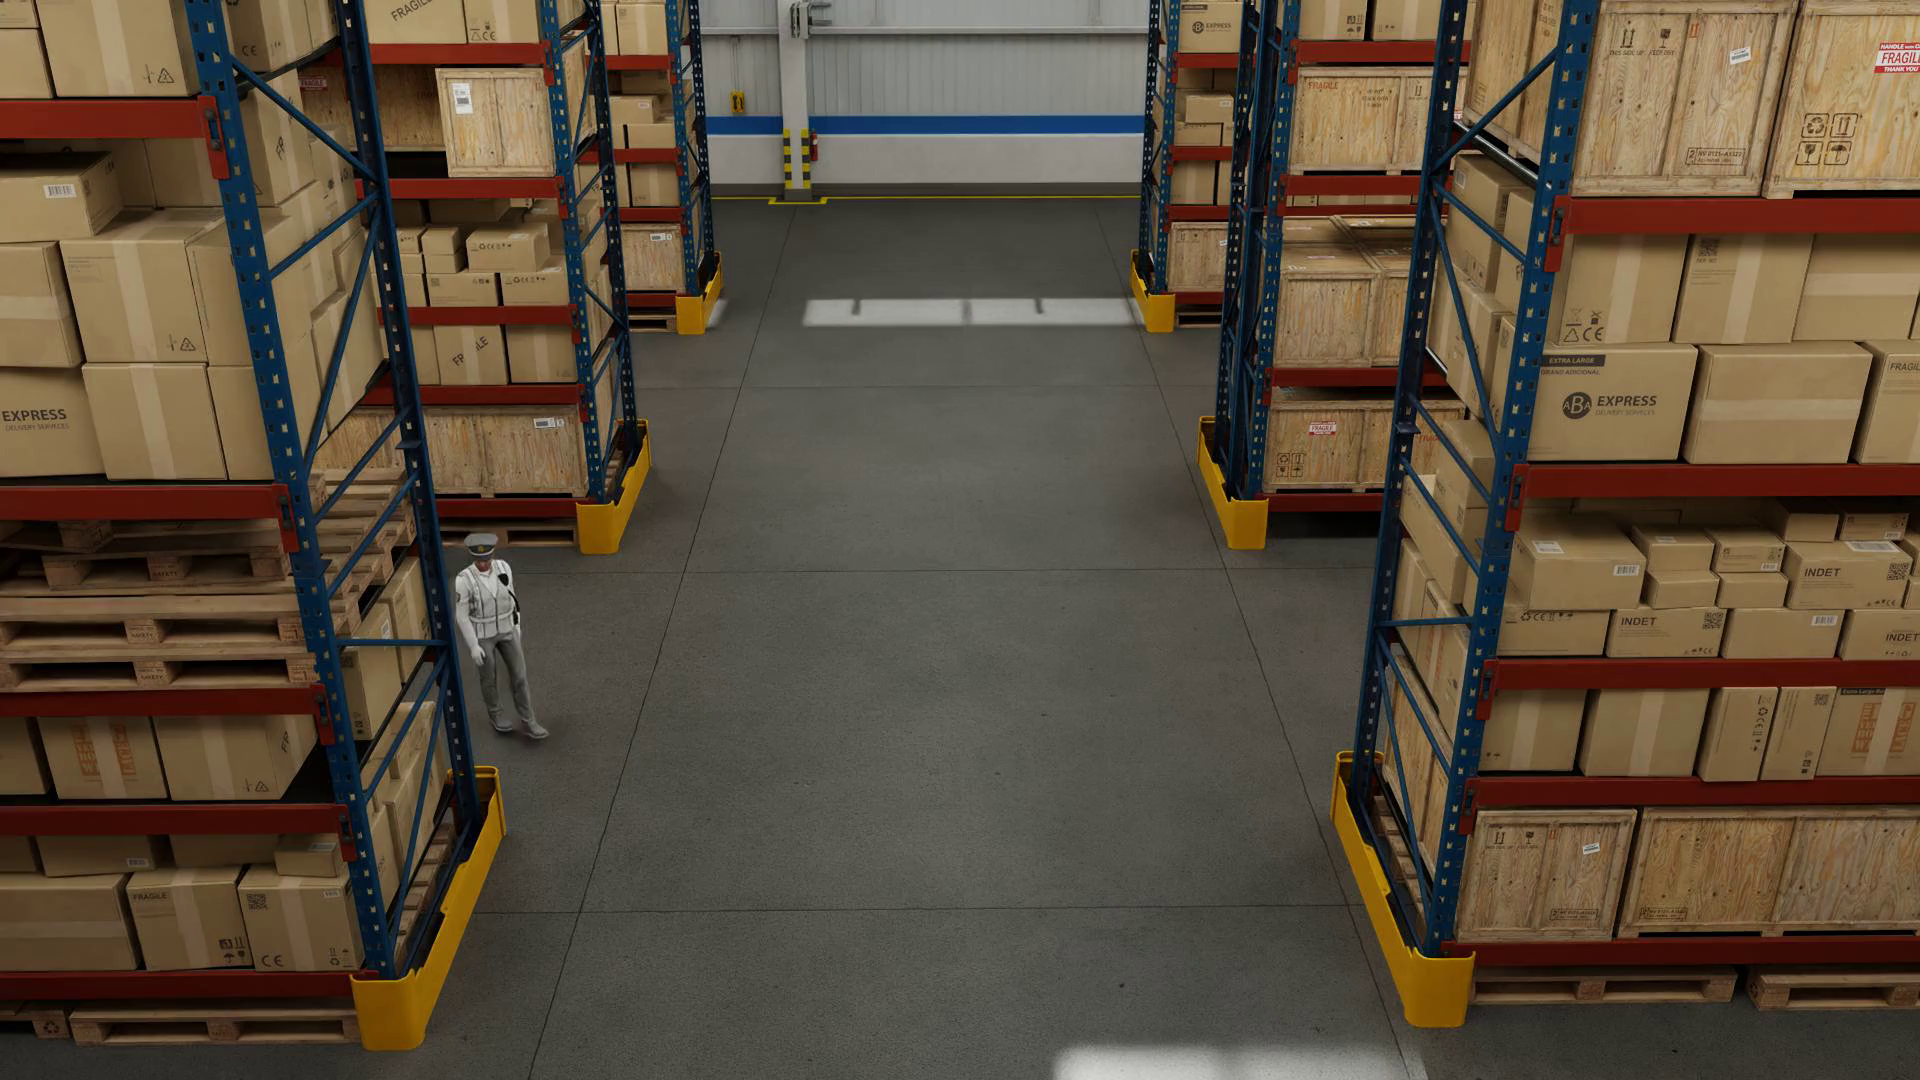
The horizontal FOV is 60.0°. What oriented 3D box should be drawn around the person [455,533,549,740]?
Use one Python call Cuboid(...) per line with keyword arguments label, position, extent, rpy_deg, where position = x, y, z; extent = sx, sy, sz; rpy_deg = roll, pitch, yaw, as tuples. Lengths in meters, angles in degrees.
Cuboid(label="person", position=(-3.432, 0.748, 12.361), extent=(0.512, 1.655, 0.677), rpy_deg=(-17, 30, -33))
